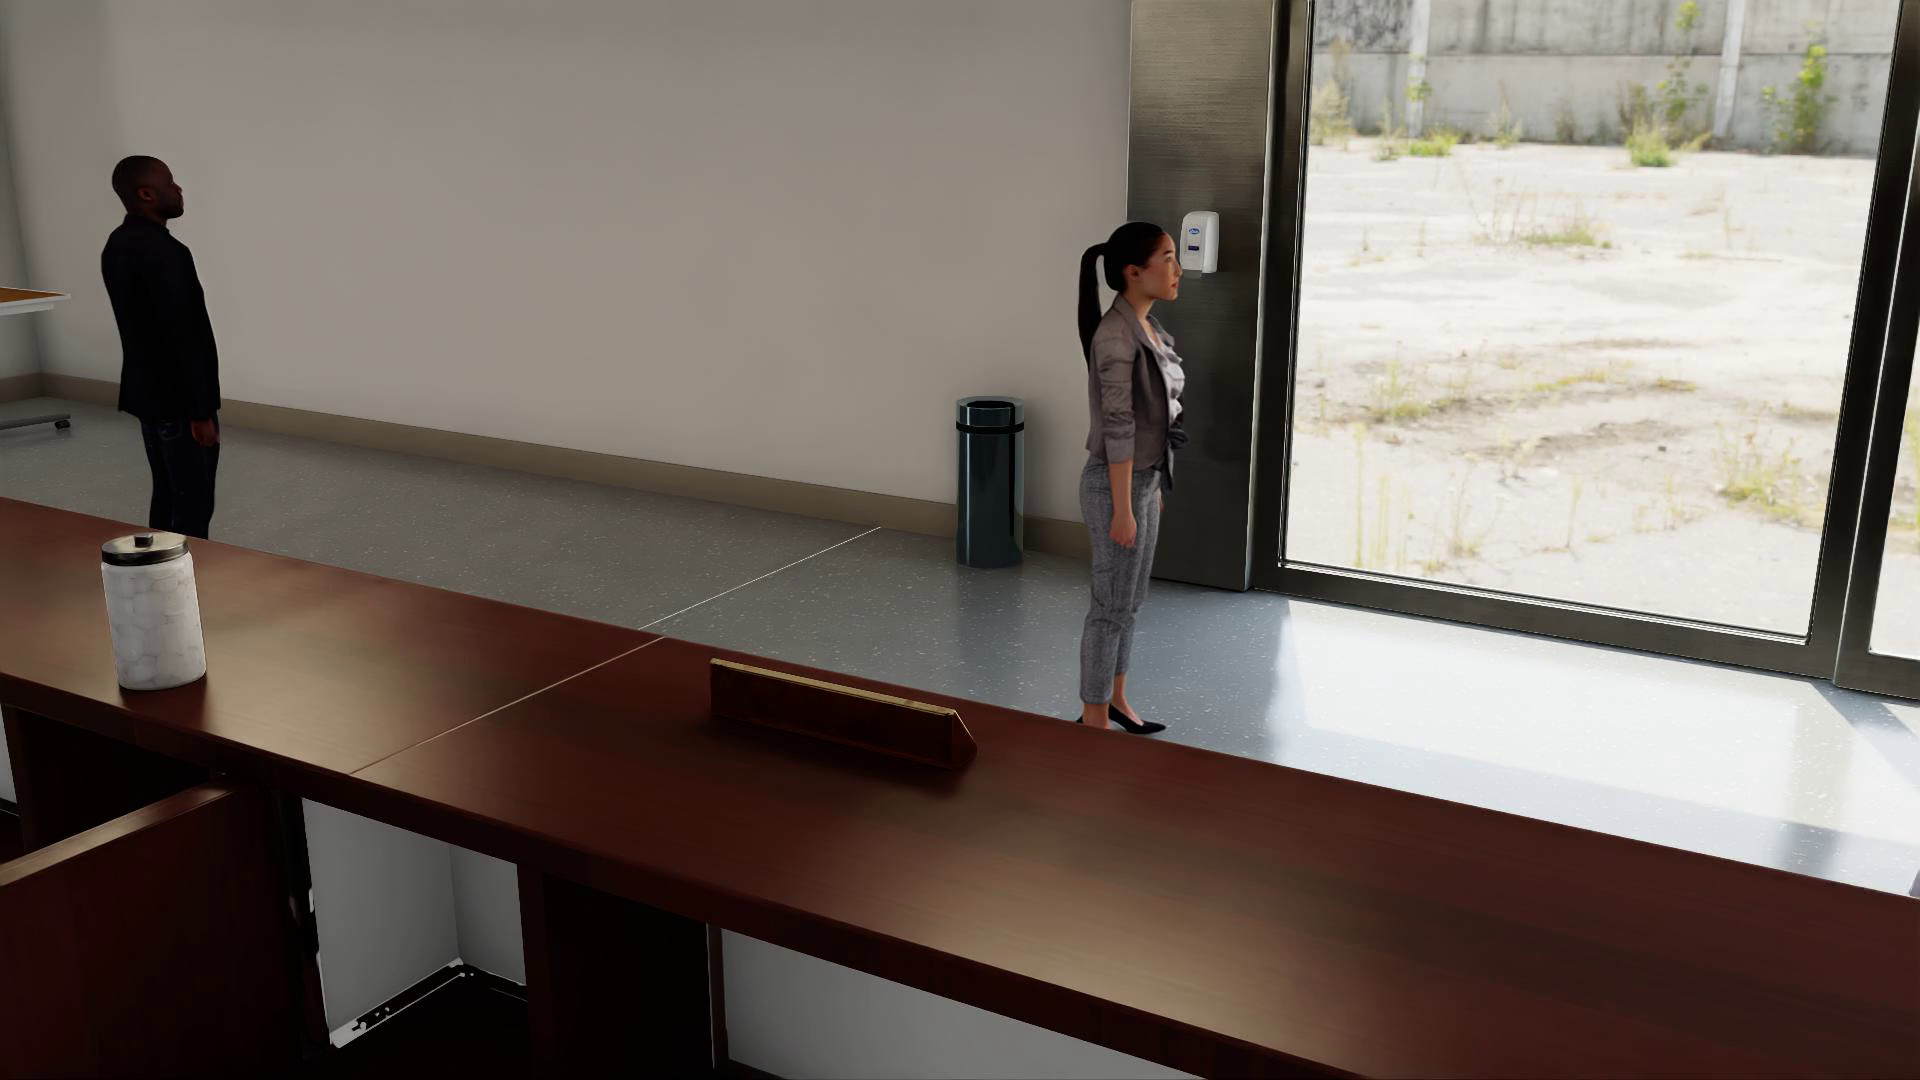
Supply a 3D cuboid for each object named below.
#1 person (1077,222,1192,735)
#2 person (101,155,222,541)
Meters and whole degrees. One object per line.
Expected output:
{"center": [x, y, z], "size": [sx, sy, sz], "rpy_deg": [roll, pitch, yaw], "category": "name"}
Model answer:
{"center": [0.507, -0.139, 5.153], "size": [0.727, 1.675, 0.589], "rpy_deg": [5, 16, 16], "category": "person"}
{"center": [-2.930, -0.503, 6.181], "size": [0.730, 1.818, 0.768], "rpy_deg": [-13, 20, -38], "category": "person"}
